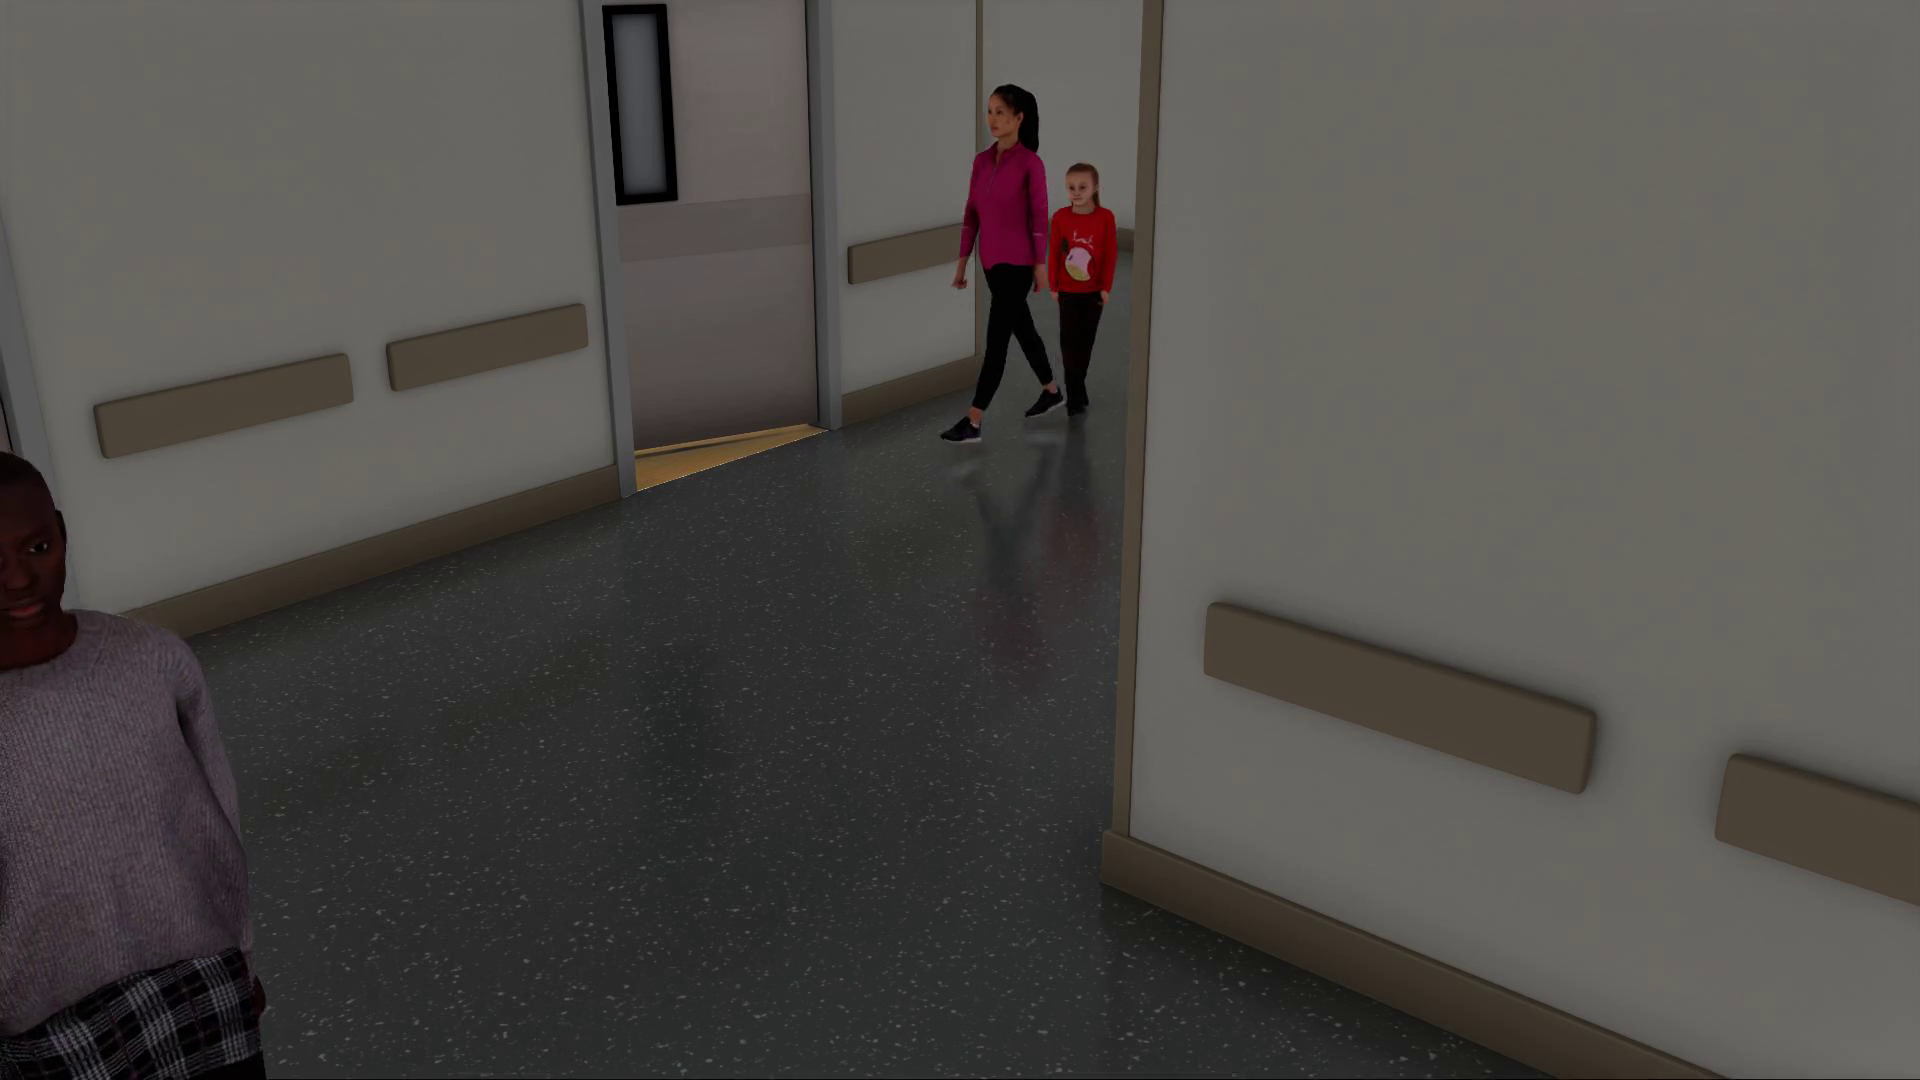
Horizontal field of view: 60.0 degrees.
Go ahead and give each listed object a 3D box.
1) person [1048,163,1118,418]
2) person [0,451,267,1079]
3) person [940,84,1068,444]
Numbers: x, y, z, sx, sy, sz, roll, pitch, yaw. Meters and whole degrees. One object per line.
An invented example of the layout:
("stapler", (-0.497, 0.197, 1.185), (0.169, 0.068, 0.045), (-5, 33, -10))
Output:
("person", (0.625, -1.291, 8.546), (0.788, 1.255, 0.864), (-1, 21, -2))
("person", (-1.362, 0.687, 2.616), (0.769, 1.756, 0.764), (-17, 27, -38))
("person", (0.293, -1.311, 8.037), (0.651, 1.651, 1.149), (19, 28, 41))
